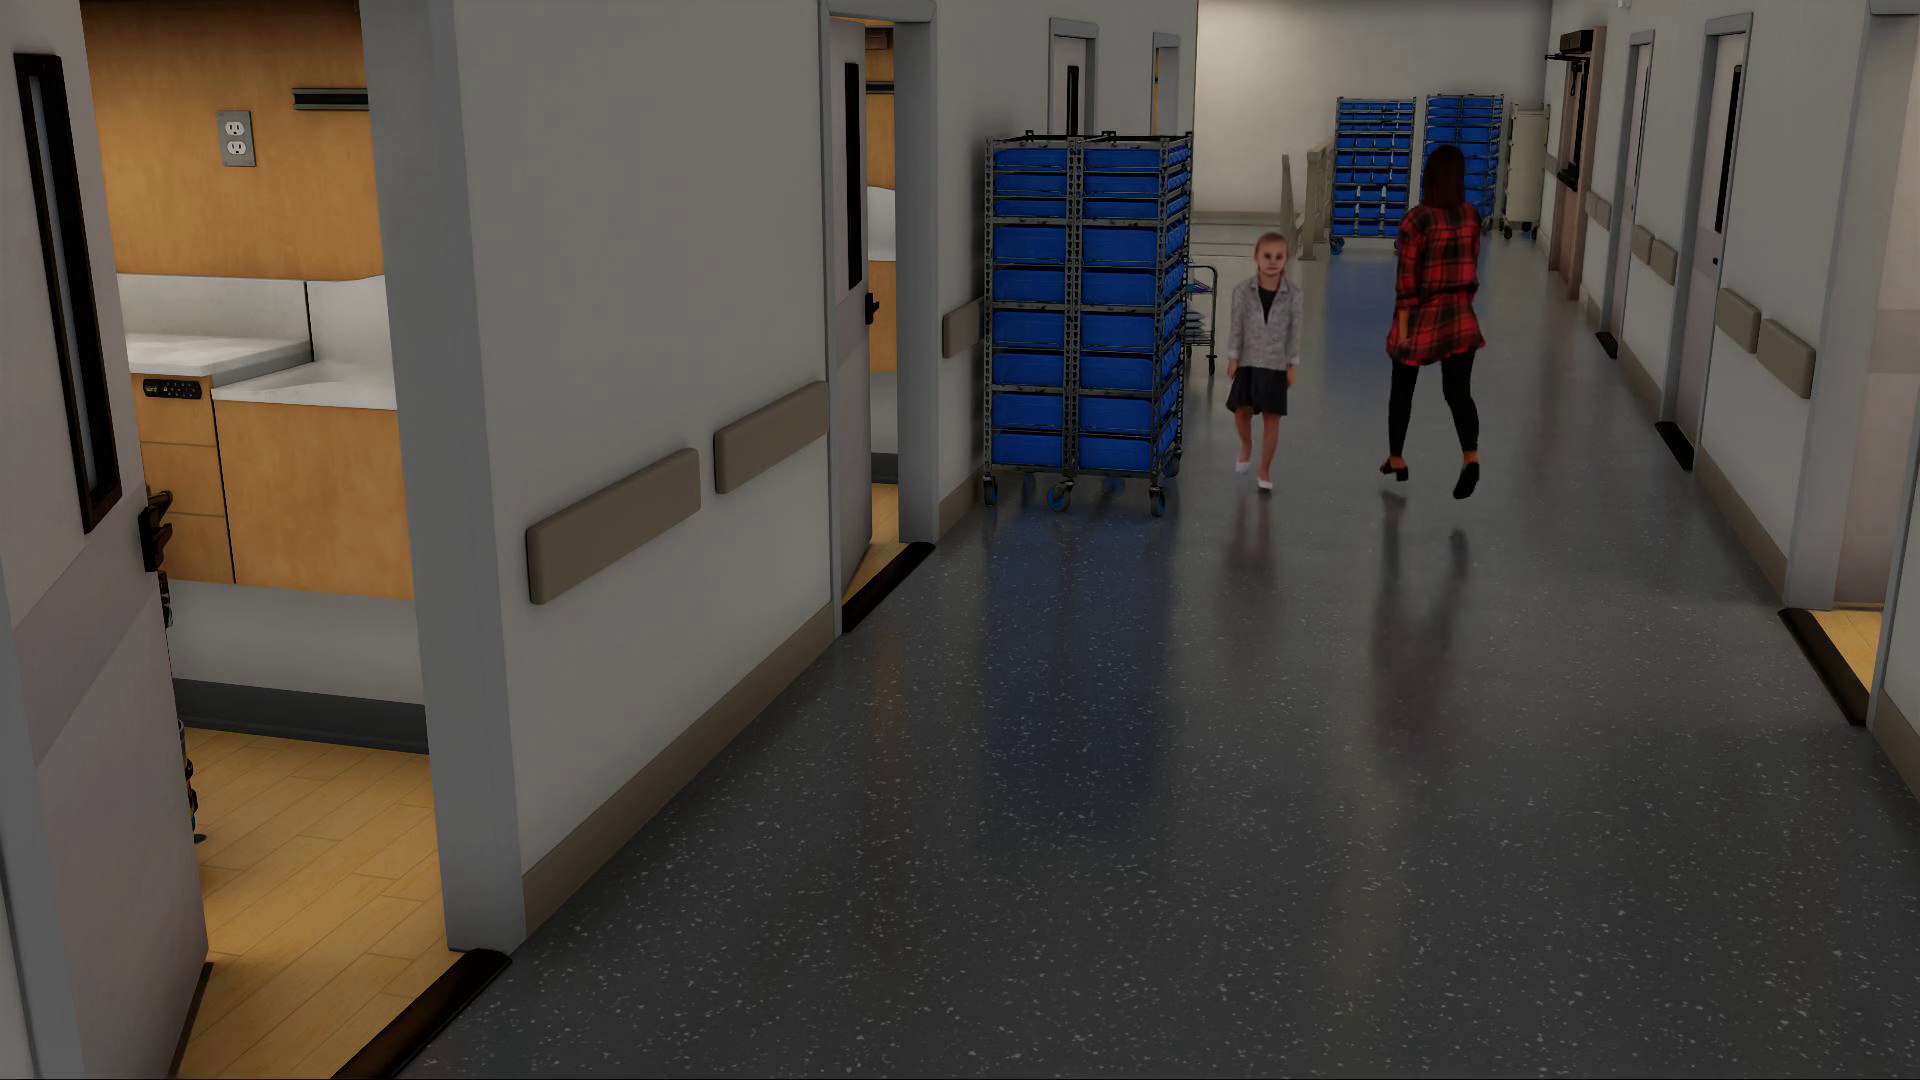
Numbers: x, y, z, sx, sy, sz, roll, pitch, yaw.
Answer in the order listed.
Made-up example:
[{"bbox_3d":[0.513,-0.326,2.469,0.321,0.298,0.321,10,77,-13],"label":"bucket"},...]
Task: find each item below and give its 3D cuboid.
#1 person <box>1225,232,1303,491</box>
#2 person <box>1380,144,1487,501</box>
[{"bbox_3d":[1.508,-0.895,8.295,0.530,1.266,0.614,3,16,11],"label":"person"},{"bbox_3d":[2.319,-0.992,7.921,0.918,1.662,1.222,-2,16,-8],"label":"person"}]
